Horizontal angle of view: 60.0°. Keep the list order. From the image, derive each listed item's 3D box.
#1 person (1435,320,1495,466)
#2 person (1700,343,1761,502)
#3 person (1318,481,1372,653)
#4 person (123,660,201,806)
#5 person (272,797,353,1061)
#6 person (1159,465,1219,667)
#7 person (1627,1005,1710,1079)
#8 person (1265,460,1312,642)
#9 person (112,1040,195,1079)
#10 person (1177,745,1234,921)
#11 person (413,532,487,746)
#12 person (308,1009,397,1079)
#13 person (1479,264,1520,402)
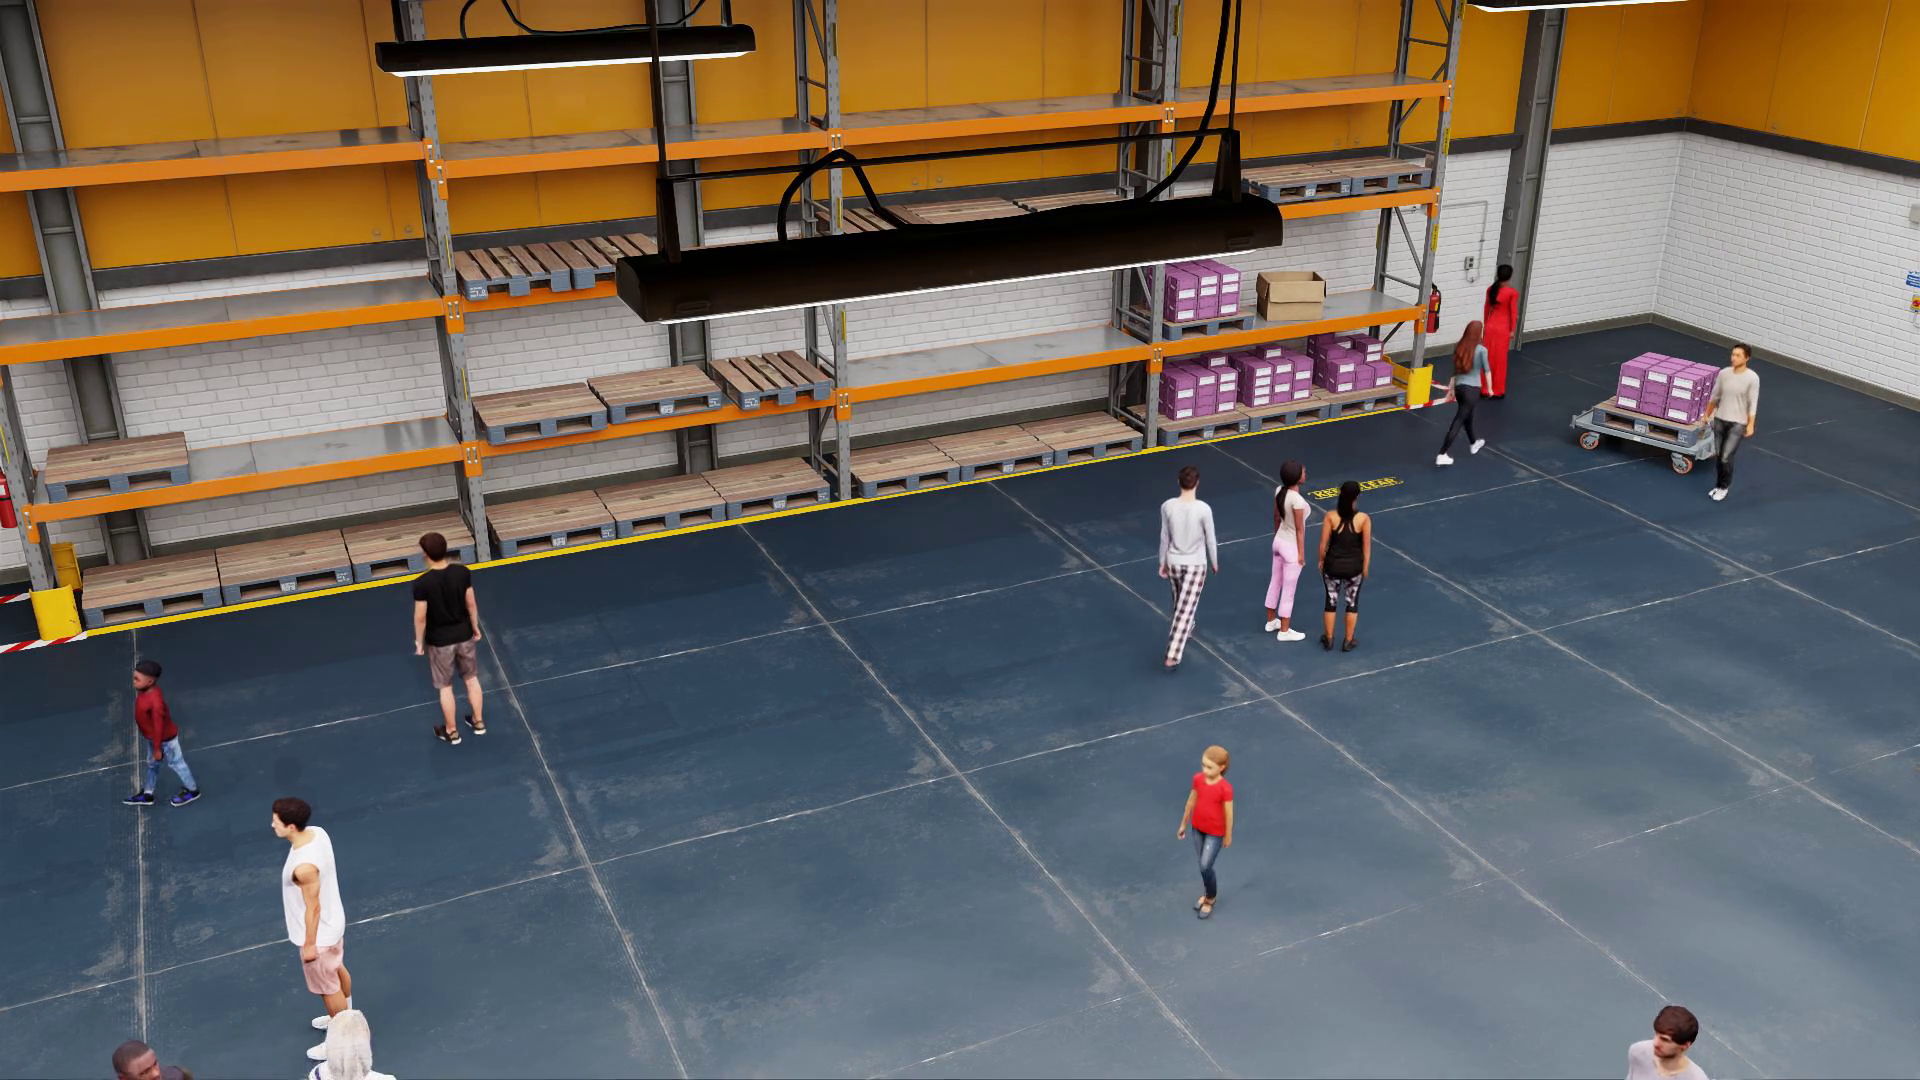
[{"bbox_3d":[5.851,-1.660,19.379,1.225,1.688,0.776,-17,29,-34],"label":"person"},{"bbox_3d":[8.625,-1.328,18.483,0.714,1.796,0.727,-16,28,-32],"label":"person"},{"bbox_3d":[3.481,0.232,15.079,0.681,1.664,0.754,6,24,12],"label":"person"},{"bbox_3d":[-6.075,1.479,12.763,0.791,1.235,0.606,-16,28,-32],"label":"person"},{"bbox_3d":[-3.898,2.337,10.112,0.635,1.787,0.690,-5,24,-11],"label":"person"},{"bbox_3d":[1.996,0.272,14.818,1.091,1.799,1.232,11,26,24],"label":"person"},{"bbox_3d":[3.545,3.099,8.334,1.126,1.815,0.706,-12,27,-26],"label":"person"},{"bbox_3d":[3.017,0.080,15.333,0.527,1.740,0.590,-8,25,-18],"label":"person"},{"bbox_3d":[-3.953,3.169,8.177,1.189,1.810,1.142,10,25,21],"label":"person"},{"bbox_3d":[1.763,1.980,11.536,0.595,1.298,0.550,-20,31,-39],"label":"person"},{"bbox_3d":[-4.152,0.800,13.534,0.665,1.861,0.824,-19,30,-36],"label":"person"},{"bbox_3d":[-2.985,3.144,8.251,0.837,1.797,0.899,8,25,17],"label":"person"},{"bbox_3d":[6.984,-2.710,21.658,0.701,1.785,0.696,-20,30,-38],"label":"person"}]
